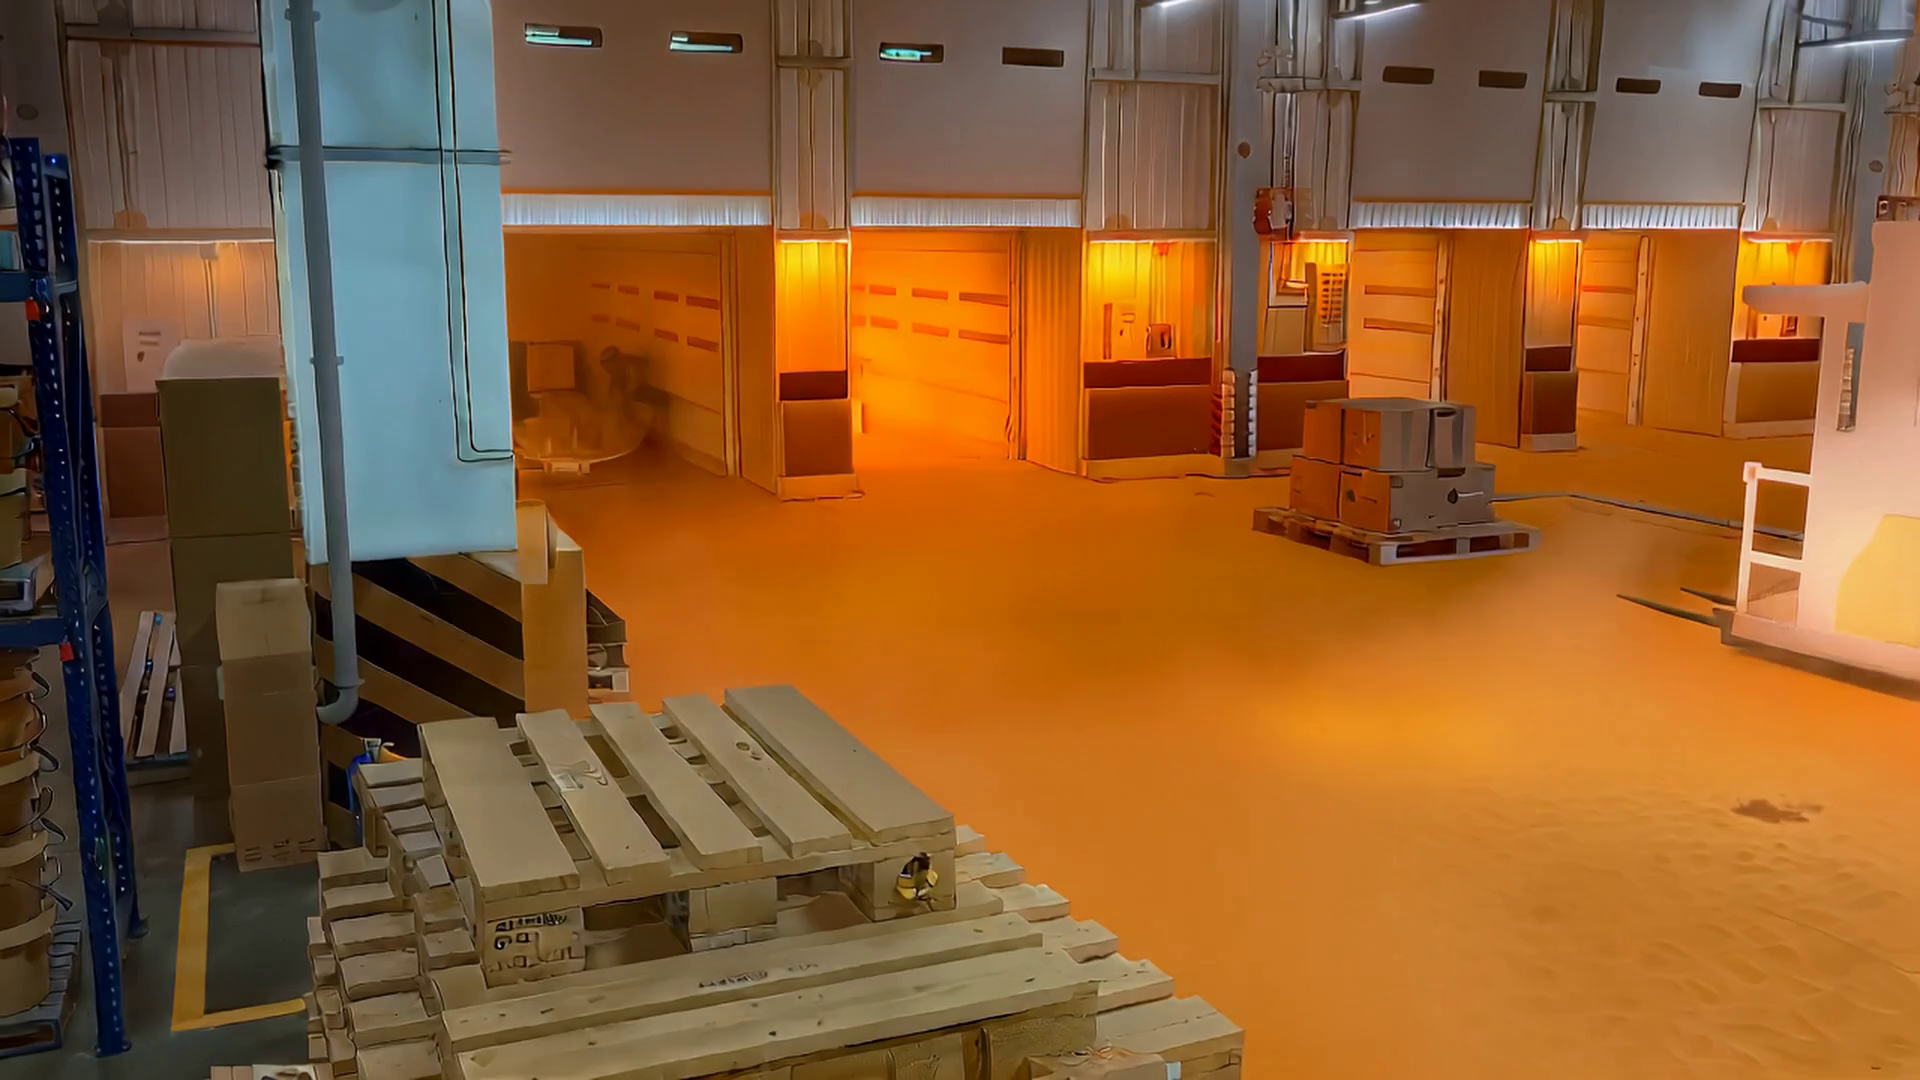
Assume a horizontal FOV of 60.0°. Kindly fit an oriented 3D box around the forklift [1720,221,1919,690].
[{"bbox_3d":[5.949,-0.550,10.218,1.129,2.768,1.873,-4,11,-23],"label":"forklift"}]
